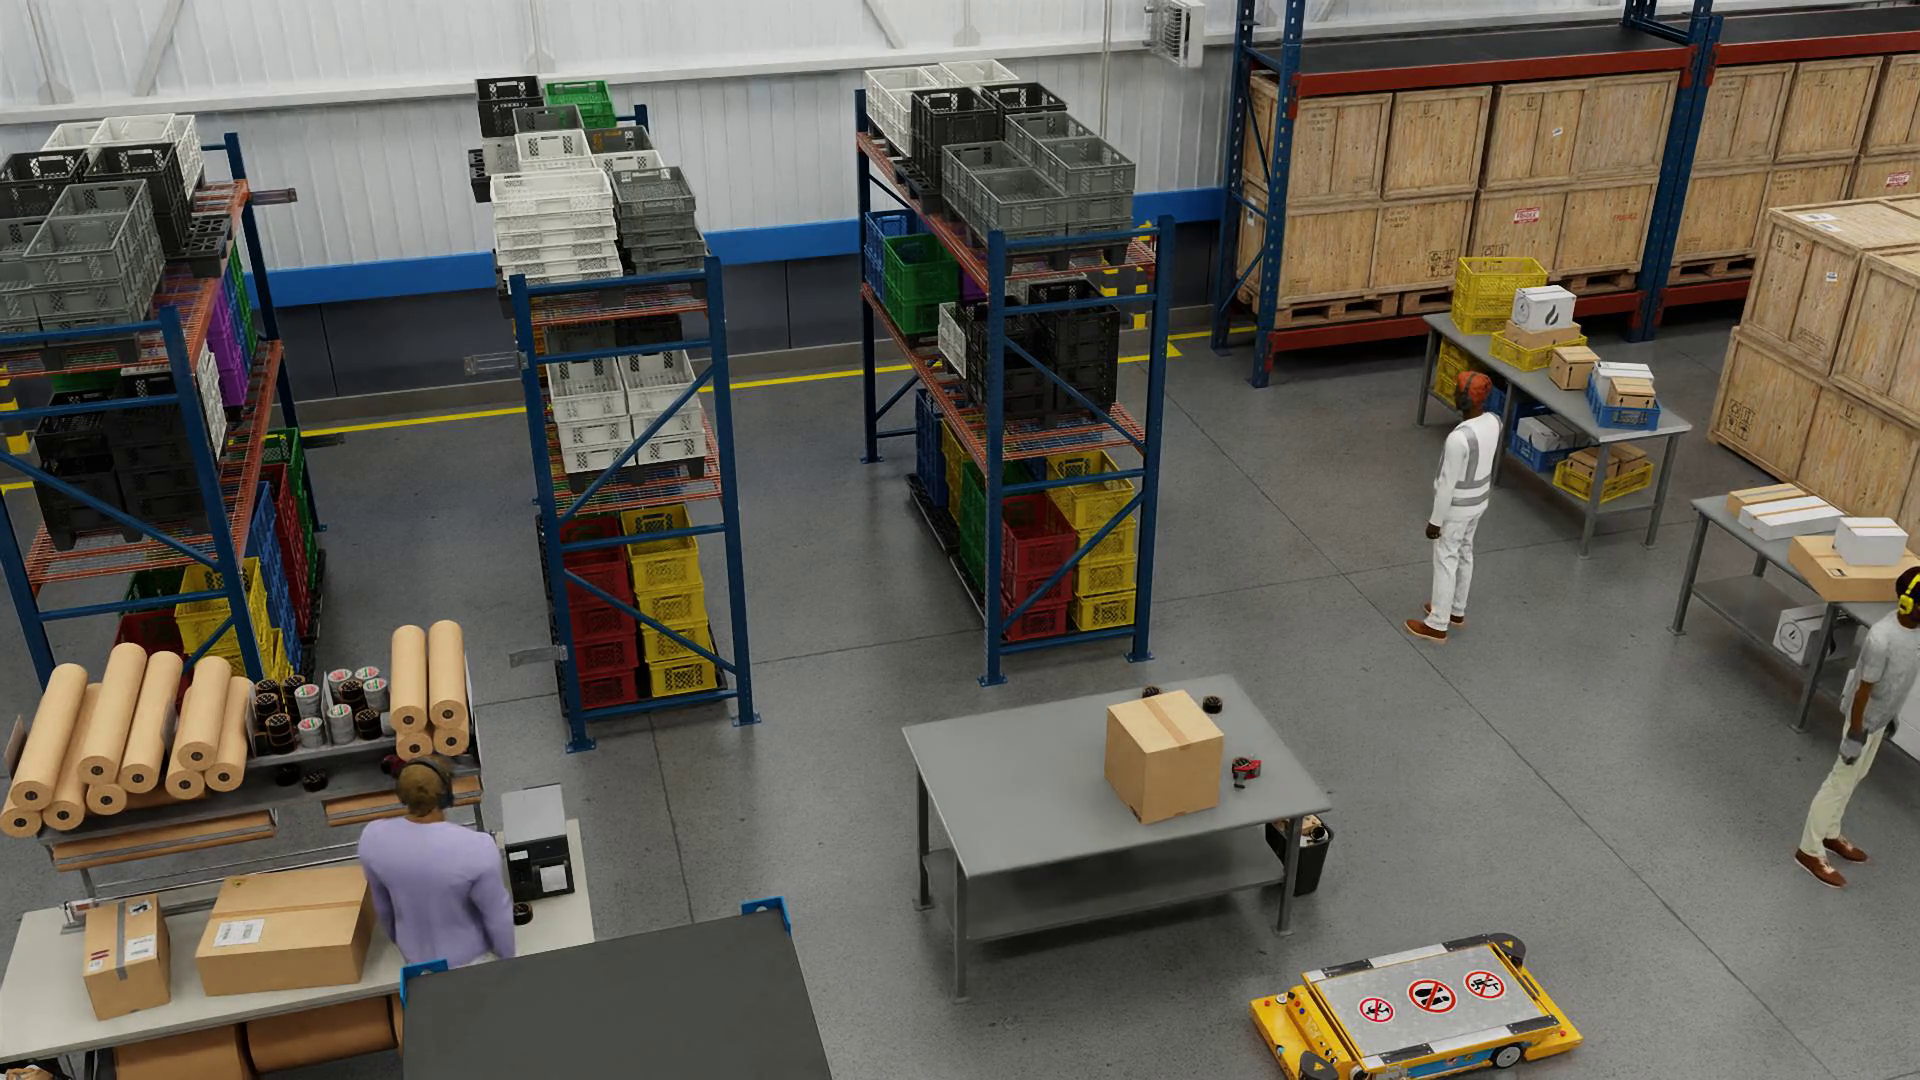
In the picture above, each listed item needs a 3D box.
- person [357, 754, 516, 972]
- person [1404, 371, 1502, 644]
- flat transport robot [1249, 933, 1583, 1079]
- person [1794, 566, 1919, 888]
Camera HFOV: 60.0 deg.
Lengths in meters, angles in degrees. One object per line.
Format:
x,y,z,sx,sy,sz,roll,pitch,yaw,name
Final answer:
-2.217,1.762,7.224,0.628,1.929,0.373,5,29,9,person
3.253,-0.218,10.878,0.356,1.880,0.569,24,37,36,person
2.184,2.282,7.980,1.431,0.197,0.652,-8,30,-14,flat transport robot
4.811,0.955,8.747,0.513,1.872,0.331,-23,36,-35,person
